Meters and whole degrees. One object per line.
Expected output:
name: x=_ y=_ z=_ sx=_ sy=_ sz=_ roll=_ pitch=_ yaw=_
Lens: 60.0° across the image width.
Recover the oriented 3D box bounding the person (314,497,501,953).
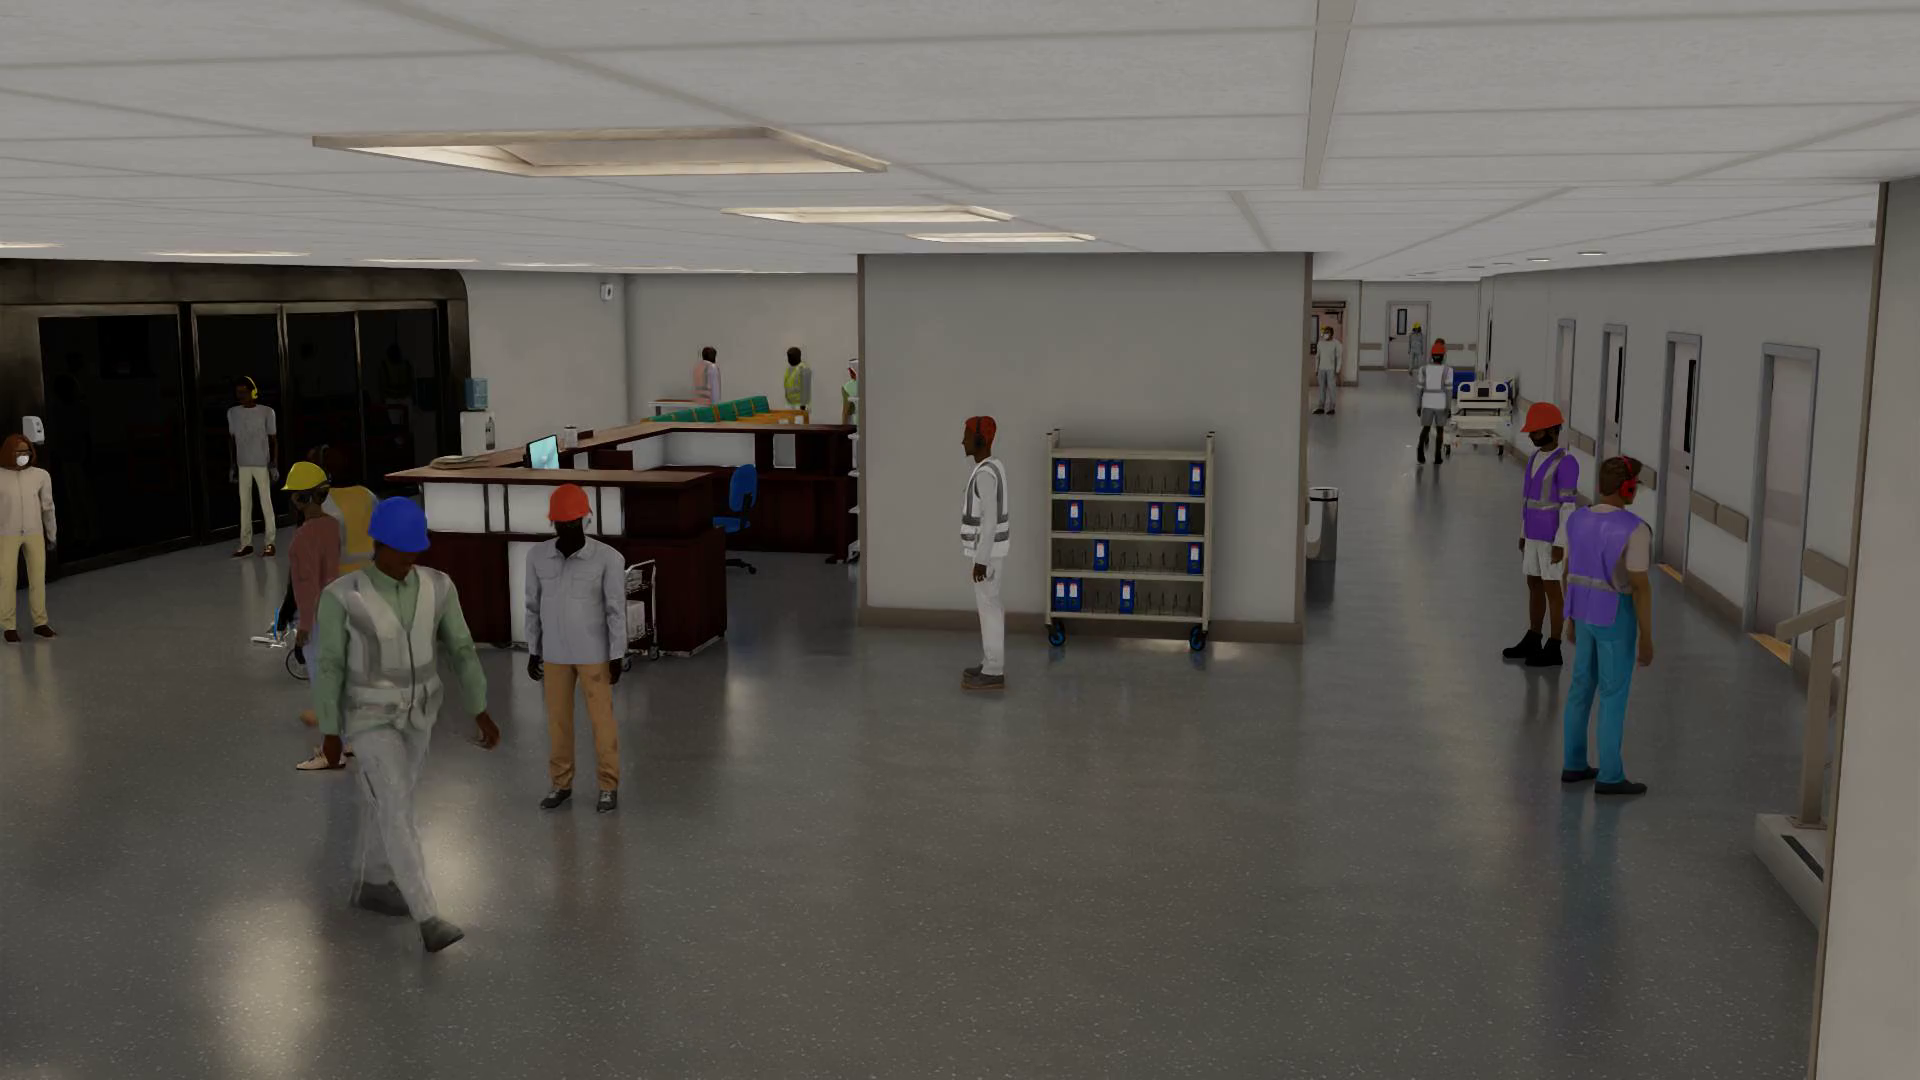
person: x=-2.313 y=0.752 z=6.977 sx=1.000 sy=1.878 sz=0.634 roll=7 pitch=11 yaw=38

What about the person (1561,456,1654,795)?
person: x=3.514 y=0.465 z=9.062 sx=0.384 sy=1.838 sz=0.617 roll=-4 pitch=9 yaw=-22

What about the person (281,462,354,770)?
person: x=-3.692 y=0.431 z=9.532 sx=0.320 sy=1.767 sz=0.534 roll=0 pitch=9 yaw=-3

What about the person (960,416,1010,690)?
person: x=0.171 y=0.086 z=11.429 sx=0.339 sy=1.882 sz=0.581 roll=1 pitch=9 yaw=5

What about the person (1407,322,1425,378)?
person: x=14.050 y=-5.839 z=51.243 sx=0.484 sy=1.735 sz=0.310 roll=4 pitch=9 yaw=23

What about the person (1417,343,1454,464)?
person: x=7.394 y=-2.118 z=25.962 sx=0.554 sy=1.916 sz=0.750 roll=5 pitch=10 yaw=32

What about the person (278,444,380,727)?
person: x=-3.820 y=0.326 z=10.109 sx=0.619 sy=1.837 sz=0.631 roll=3 pitch=9 yaw=17

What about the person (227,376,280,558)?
person: x=-7.229 y=-0.744 z=17.017 sx=0.513 sy=1.863 sz=0.329 roll=0 pitch=9 yaw=0

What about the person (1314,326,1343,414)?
person: x=8.080 y=-3.724 z=36.534 sx=0.628 sy=1.940 sz=0.372 roll=8 pitch=12 yaw=43

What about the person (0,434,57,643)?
person: x=-7.323 y=-0.019 z=12.984 sx=0.290 sy=1.626 sz=0.506 roll=7 pitch=11 yaw=41

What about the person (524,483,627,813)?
person: x=-2.019 y=0.568 z=8.700 sx=0.565 sy=1.744 sz=0.356 roll=2 pitch=9 yaw=11

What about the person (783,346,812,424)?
person: x=-2.643 y=-2.243 z=27.093 sx=0.446 sy=1.824 sz=0.636 roll=-7 pitch=11 yaw=-39

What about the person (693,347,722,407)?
person: x=-4.051 y=-2.206 z=26.852 sx=0.455 sy=1.822 sz=0.641 roll=-8 pitch=11 yaw=-41

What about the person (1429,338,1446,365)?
person: x=11.025 y=-3.871 z=38.557 sx=0.457 sy=1.612 sz=0.538 roll=-5 pitch=10 yaw=-28

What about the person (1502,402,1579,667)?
person: x=4.242 y=-0.042 z=12.132 sx=0.374 sy=1.927 sz=0.542 roll=-2 pitch=9 yaw=-11
